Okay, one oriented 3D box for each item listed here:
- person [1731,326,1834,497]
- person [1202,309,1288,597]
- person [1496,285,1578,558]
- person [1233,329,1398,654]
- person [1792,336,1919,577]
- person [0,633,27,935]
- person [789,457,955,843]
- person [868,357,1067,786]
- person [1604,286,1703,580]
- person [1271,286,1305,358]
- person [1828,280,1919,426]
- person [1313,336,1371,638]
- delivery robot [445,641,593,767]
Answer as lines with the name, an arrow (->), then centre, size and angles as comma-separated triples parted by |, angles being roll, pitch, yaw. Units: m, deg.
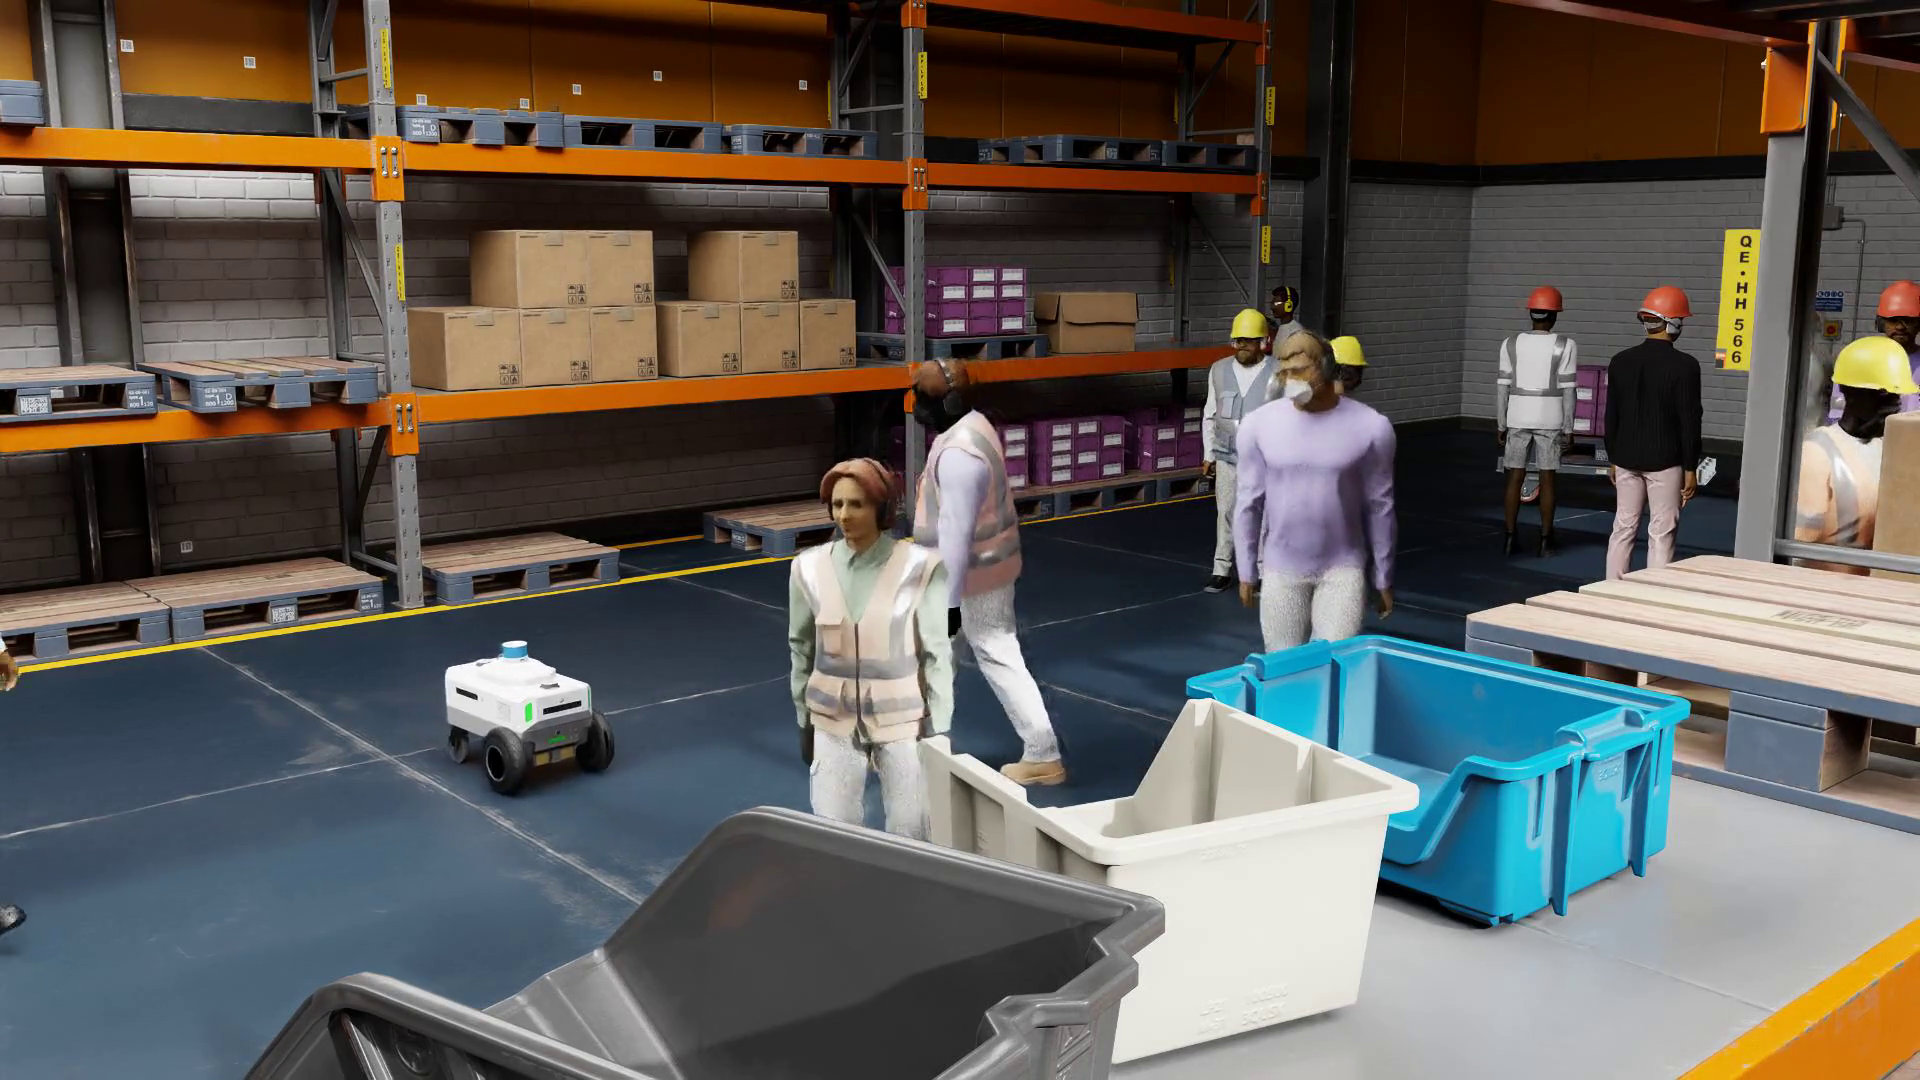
person -> 4.917, -0.406, 9.667 | 1.060, 1.884, 0.645 | 8, 13, 37
person -> 1.818, -0.546, 10.539 | 0.601, 1.827, 0.403 | 5, 11, 25
person -> 4.125, -0.843, 11.900 | 0.551, 1.935, 0.375 | 6, 12, 32
person -> 1.419, 0.105, 6.666 | 0.645, 1.916, 0.738 | 3, 10, 15
person -> 3.189, 0.221, 6.013 | 0.600, 1.917, 0.406 | -7, 12, -34
person -> -3.404, 0.355, 5.338 | 0.996, 1.883, 0.564 | 4, 11, 23
person -> -0.249, 0.541, 5.011 | 0.518, 1.623, 0.616 | 2, 10, 13
person -> 0.007, 0.153, 6.752 | 0.941, 1.782, 0.641 | 0, 10, 0
person -> 3.970, -0.447, 9.525 | 0.377, 1.995, 0.608 | -6, 12, -30
person -> 2.818, -1.258, 14.414 | 0.323, 1.870, 0.518 | -1, 10, -7
person -> 4.960, -0.358, 8.885 | 0.611, 2.042, 0.394 | 4, 11, 23
person -> 1.933, -0.212, 8.882 | 0.502, 1.748, 0.541 | -2, 10, -9
delivery robot -> -1.873, 0.670, 7.034 | 0.707, 0.478, 0.477 | 10, 14, 44
